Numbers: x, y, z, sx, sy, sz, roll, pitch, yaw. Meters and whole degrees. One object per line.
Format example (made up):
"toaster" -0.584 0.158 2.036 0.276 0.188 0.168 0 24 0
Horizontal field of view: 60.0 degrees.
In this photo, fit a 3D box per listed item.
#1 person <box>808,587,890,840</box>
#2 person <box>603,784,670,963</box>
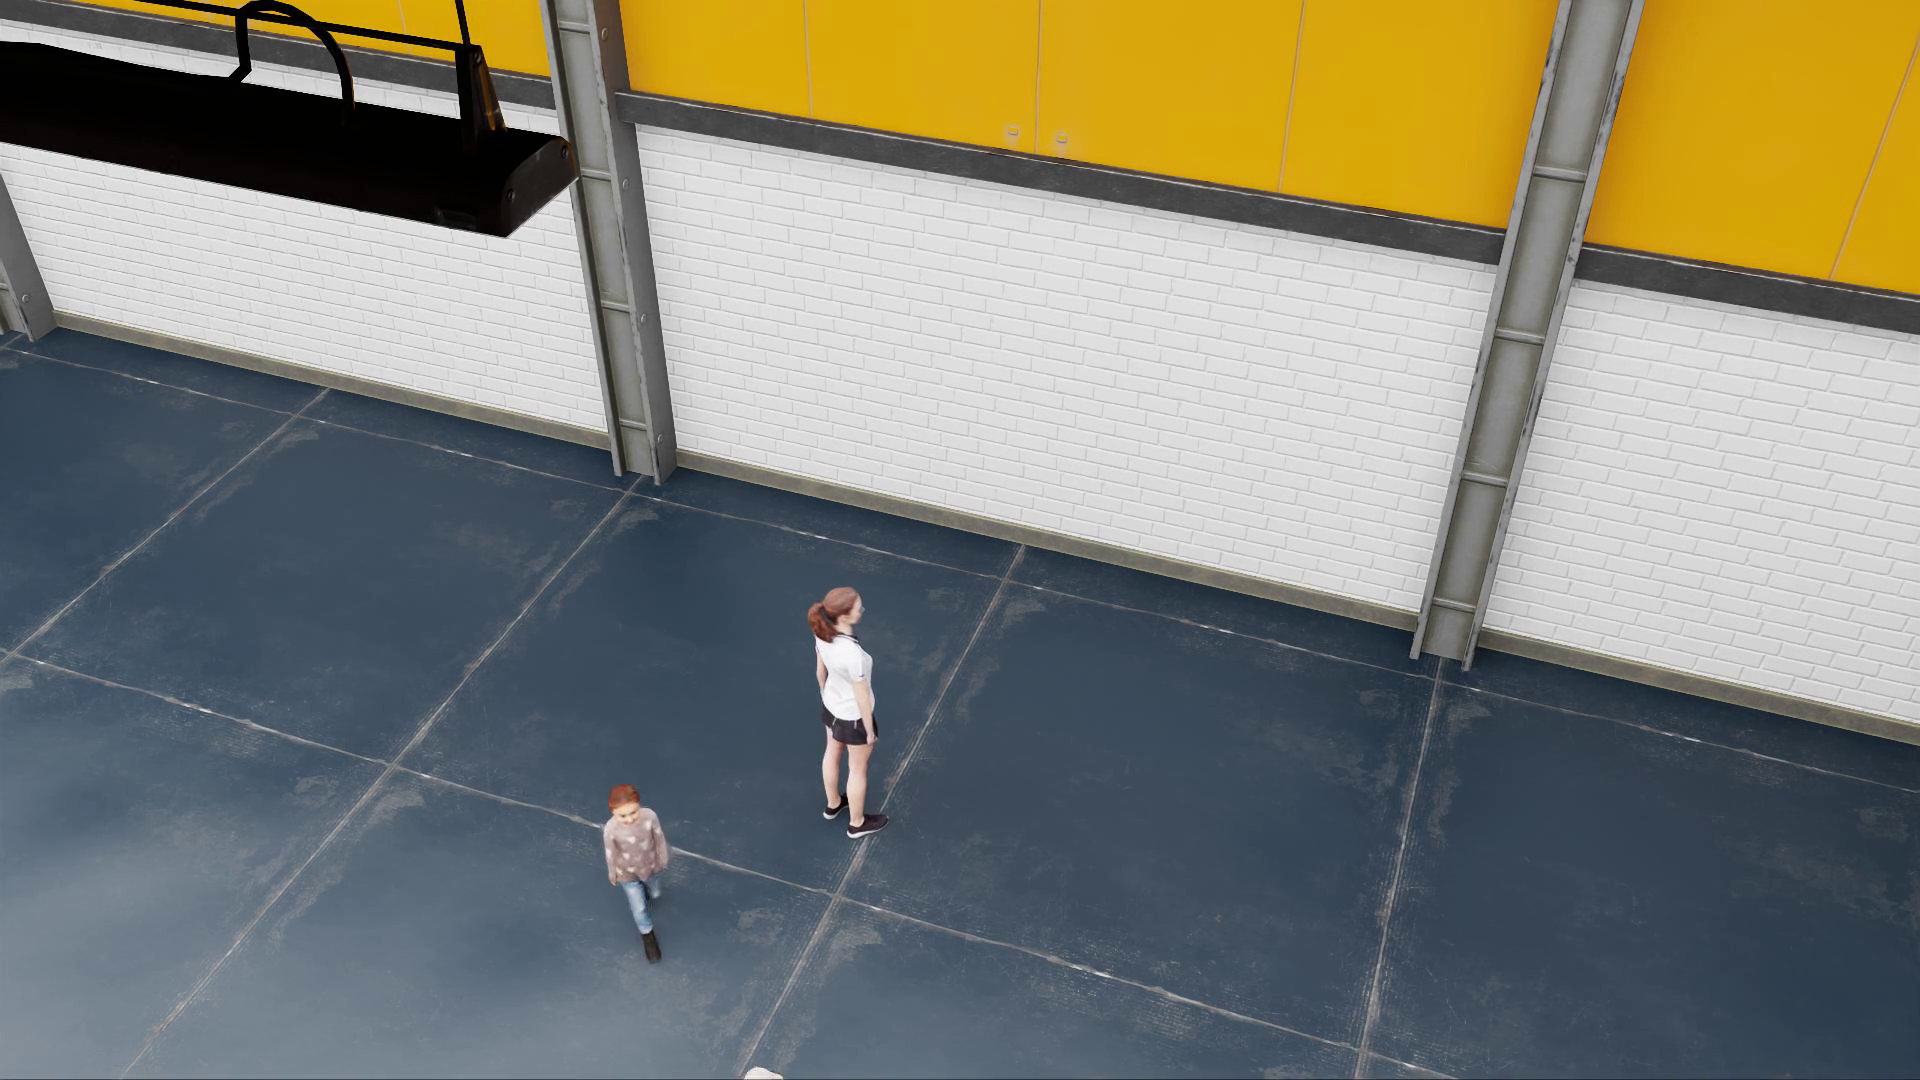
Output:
"person" -0.645 0.976 9.447 0.699 1.749 0.595 -29 47 -31
"person" -1.746 1.722 8.965 0.749 1.185 0.801 -15 41 -18
